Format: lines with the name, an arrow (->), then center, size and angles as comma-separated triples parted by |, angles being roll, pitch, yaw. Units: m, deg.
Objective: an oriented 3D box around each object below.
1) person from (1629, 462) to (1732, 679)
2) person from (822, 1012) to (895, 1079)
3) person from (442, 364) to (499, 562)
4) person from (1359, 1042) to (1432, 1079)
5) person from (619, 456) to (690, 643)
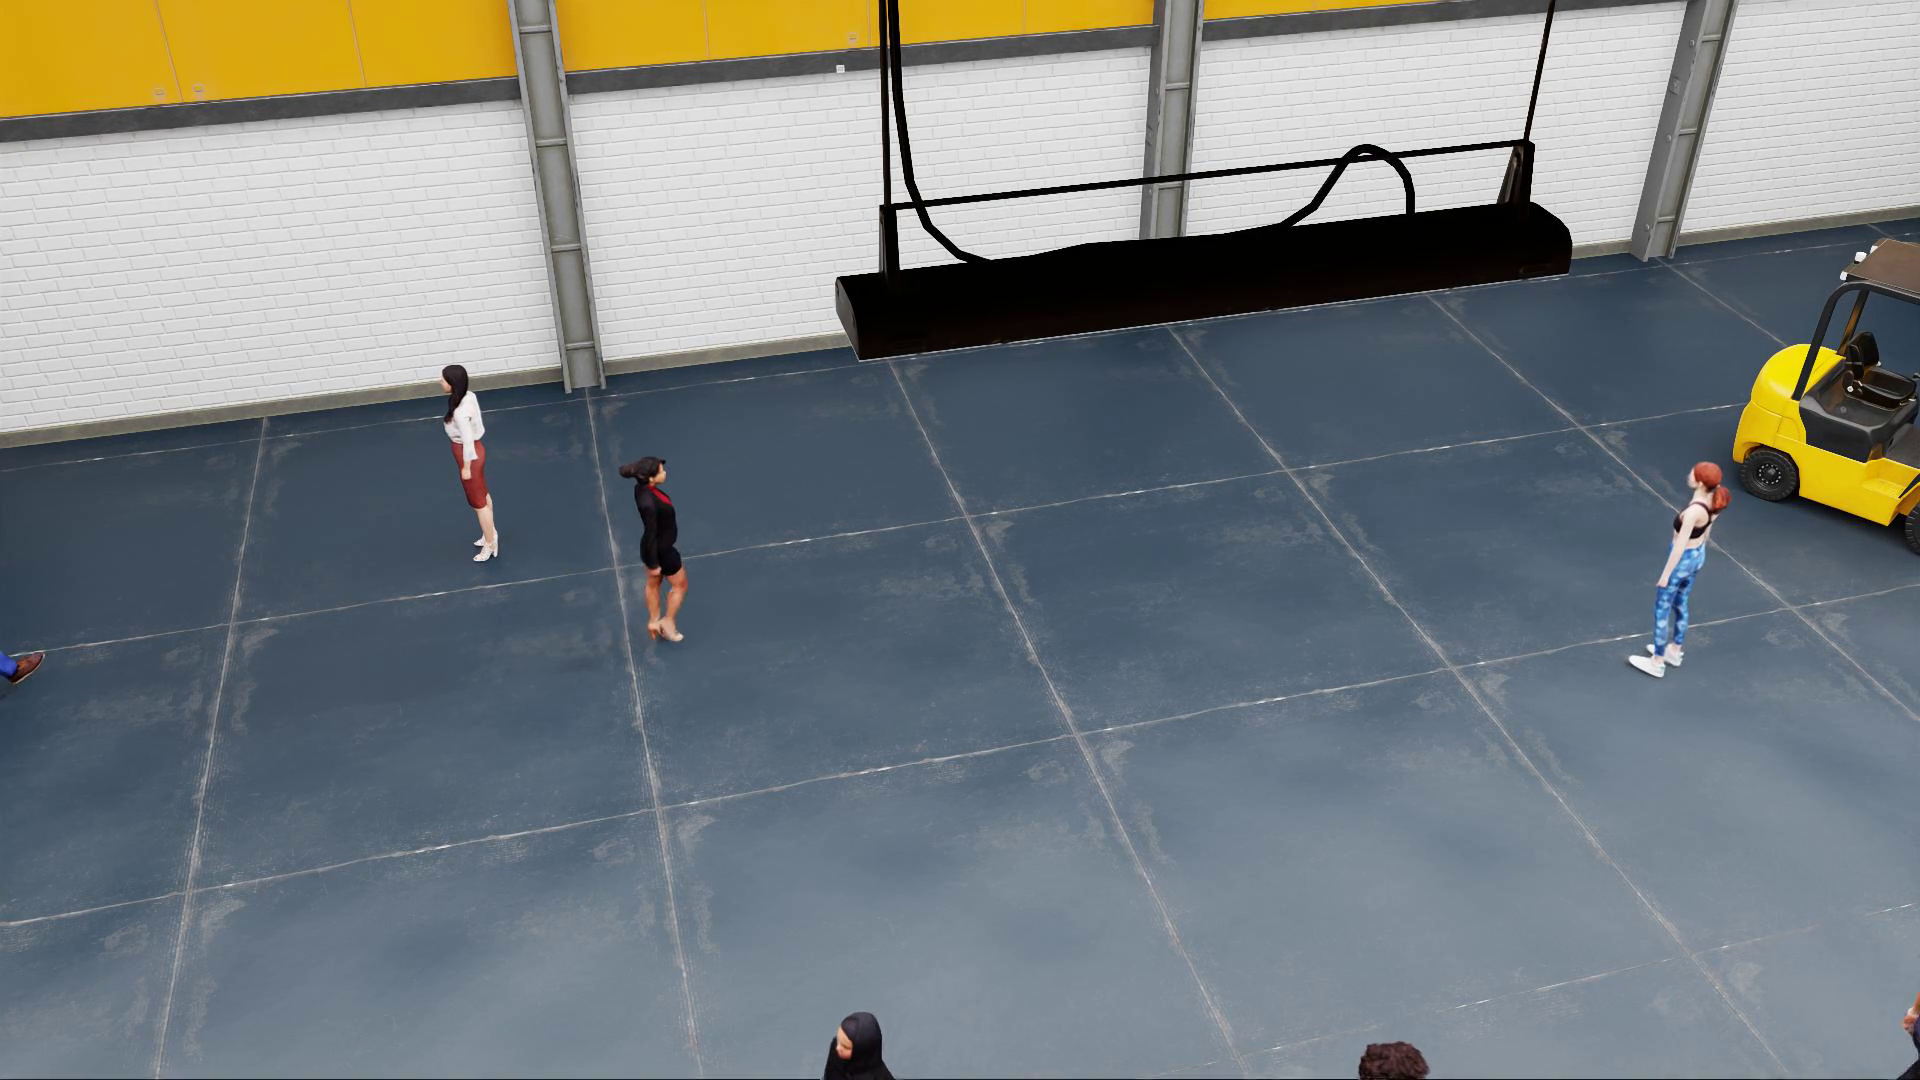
person -> 5.285, 0.214, 12.151 | 0.615, 1.781, 0.716 | -23, 40, -31
person -> -0.426, 2.880, 8.296 | 1.147, 1.608, 0.746 | -16, 37, -22
person -> -3.956, -0.631, 13.449 | 0.526, 1.751, 0.607 | -6, 34, -8
person -> 1.938, 3.051, 7.861 | 0.721, 1.806, 0.754 | -26, 41, -33
person -> -2.334, 0.113, 12.441 | 0.622, 1.629, 0.605 | -10, 35, -15
